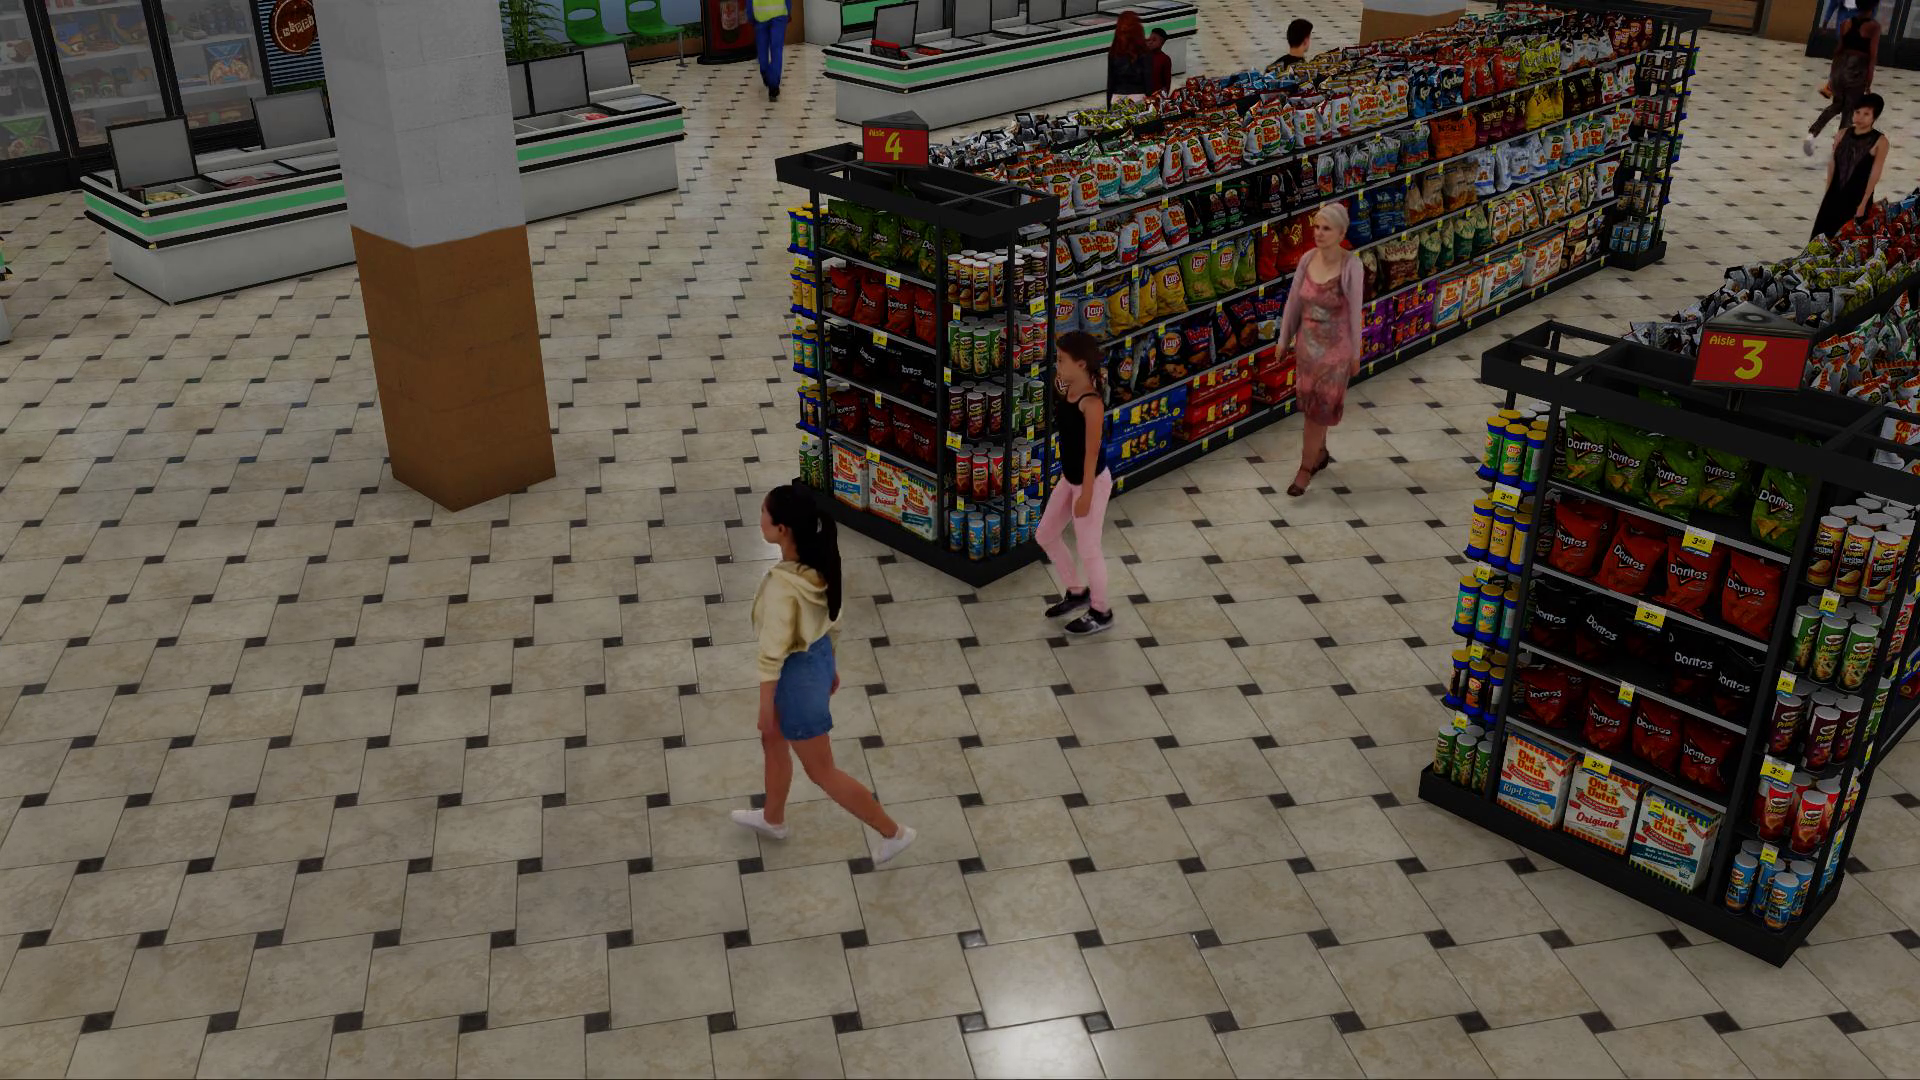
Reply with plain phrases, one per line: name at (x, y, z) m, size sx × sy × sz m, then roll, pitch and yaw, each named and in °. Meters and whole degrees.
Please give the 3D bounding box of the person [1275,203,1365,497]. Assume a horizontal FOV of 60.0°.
person at (2.139, -1.124, 9.615) m, size 0.627 × 1.671 × 0.839 m, roll 22°, pitch 34°, yaw 36°

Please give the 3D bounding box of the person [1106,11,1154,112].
person at (1.477, -3.729, 14.621) m, size 0.641 × 1.789 × 0.639 m, roll 12°, pitch 29°, yaw 23°

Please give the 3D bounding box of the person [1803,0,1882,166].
person at (8.633, -4.496, 16.246) m, size 0.880 × 1.688 × 0.714 m, roll -13°, pitch 30°, yaw -24°

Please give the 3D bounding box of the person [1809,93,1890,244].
person at (6.772, -2.565, 12.589) m, size 1.061 × 1.551 × 0.650 m, roll -20°, pitch 33°, yaw -34°

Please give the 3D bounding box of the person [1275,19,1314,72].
person at (2.692, -3.391, 13.913) m, size 1.136 × 1.825 × 0.871 m, roll -12°, pitch 29°, yaw -23°

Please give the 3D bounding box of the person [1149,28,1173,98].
person at (1.957, -4.517, 16.764) m, size 0.526 × 1.256 × 0.514 m, roll 19°, pitch 33°, yaw 33°

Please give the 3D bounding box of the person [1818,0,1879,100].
person at (10.268, -5.933, 19.091) m, size 1.118 × 1.676 × 0.697 m, roll -21°, pitch 34°, yaw -36°

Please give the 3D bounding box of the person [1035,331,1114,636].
person at (0.651, -0.281, 8.087) m, size 0.758 × 1.550 × 0.730 m, roll -9°, pitch 28°, yaw -16°

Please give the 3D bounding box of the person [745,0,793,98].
person at (-2.187, -5.981, 19.084) m, size 1.182 × 1.767 × 1.219 m, roll -1°, pitch 27°, yaw -2°

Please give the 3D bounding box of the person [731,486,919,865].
person at (-0.531, 0.569, 6.350) m, size 0.988 × 1.604 × 1.113 m, roll 9°, pitch 28°, yaw 18°
